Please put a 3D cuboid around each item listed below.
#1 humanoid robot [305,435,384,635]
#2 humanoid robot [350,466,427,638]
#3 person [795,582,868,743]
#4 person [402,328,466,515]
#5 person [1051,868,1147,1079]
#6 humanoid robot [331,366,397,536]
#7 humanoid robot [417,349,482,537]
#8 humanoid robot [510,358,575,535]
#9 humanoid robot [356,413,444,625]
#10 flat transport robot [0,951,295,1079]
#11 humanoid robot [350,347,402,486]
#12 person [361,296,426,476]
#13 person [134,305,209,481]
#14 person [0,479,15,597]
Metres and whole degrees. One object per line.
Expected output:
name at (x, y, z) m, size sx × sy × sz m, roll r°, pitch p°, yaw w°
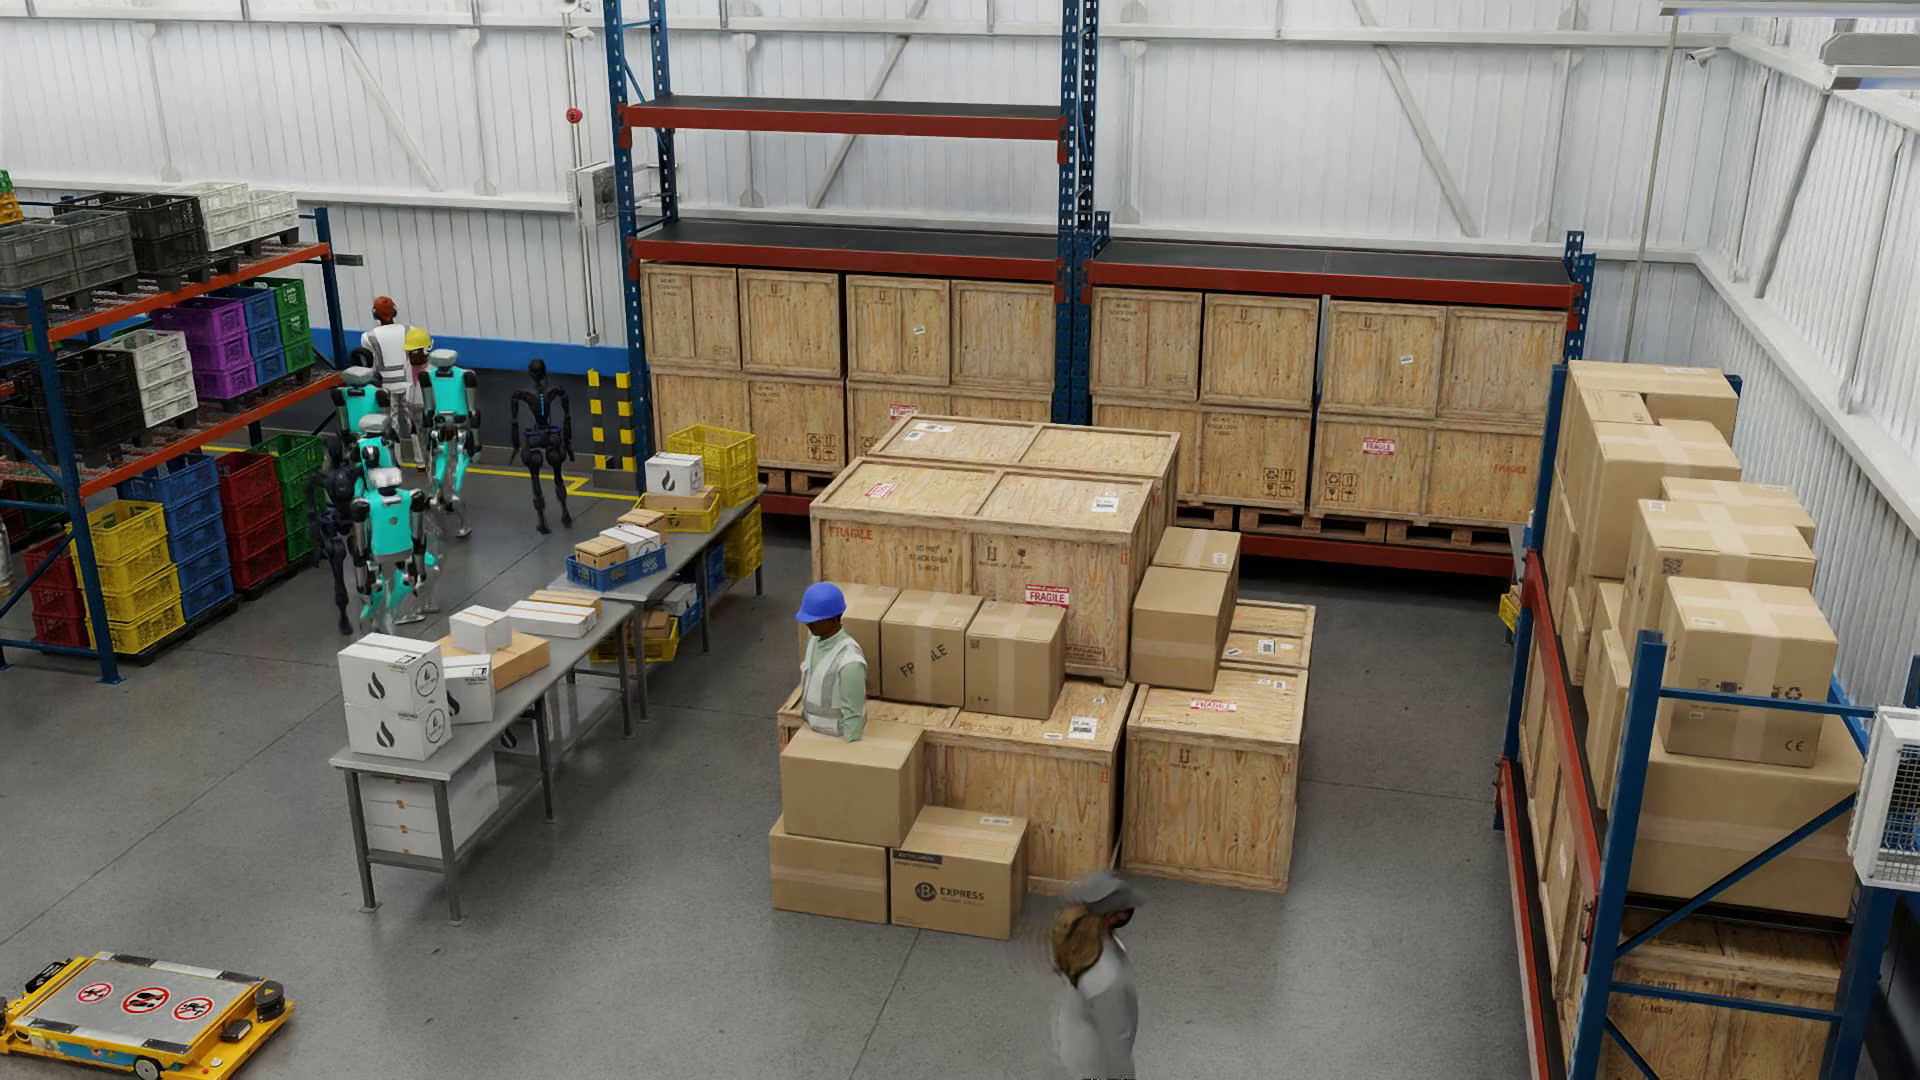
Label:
humanoid robot at (-4.843, -0.035, 13.167) m, size 0.600 × 1.643 × 0.472 m, roll -16°, pitch 26°, yaw -36°
humanoid robot at (-4.284, 0.258, 12.375) m, size 0.544 × 1.801 × 0.817 m, roll -15°, pitch 26°, yaw -34°
person at (-0.733, 1.150, 9.748) m, size 0.385 × 1.908 × 0.602 m, roll -10°, pitch 23°, yaw -25°
person at (-5.042, -1.138, 15.855) m, size 0.585 × 1.823 × 0.405 m, roll 11°, pitch 24°, yaw 27°
person at (0.603, 2.201, 7.200) m, size 0.444 × 1.758 × 0.574 m, roll -1°, pitch 21°, yaw -3°
humanoid robot at (-5.244, -0.541, 14.504) m, size 0.537 × 1.861 × 0.731 m, roll 3°, pitch 21°, yaw 9°
humanoid robot at (-4.652, -0.791, 15.078) m, size 0.542 × 1.810 × 0.676 m, roll 2°, pitch 21°, yaw 5°
humanoid robot at (-3.858, -0.873, 15.351) m, size 0.583 × 1.656 × 0.335 m, roll -10°, pitch 23°, yaw -24°
humanoid robot at (-4.403, -0.151, 13.383) m, size 0.681 × 1.804 × 0.540 m, roll -5°, pitch 21°, yaw -12°
flat transport robot at (-4.270, 2.464, 8.601) m, size 1.431 × 0.231 × 0.659 m, roll 5°, pitch 22°, yaw 13°
humanoid robot at (-5.543, -1.011, 15.703) m, size 0.339 × 1.648 × 0.590 m, roll 4°, pitch 21°, yaw 11°
person at (-5.694, -1.530, 16.787) m, size 0.573 × 1.883 × 0.355 m, roll -12°, pitch 24°, yaw -29°
person at (-7.622, -1.387, 16.189) m, size 0.607 × 2.047 × 0.365 m, roll 2°, pitch 21°, yaw 6°
person at (-8.247, -0.416, 13.926) m, size 0.429 × 1.847 × 0.626 m, roll -8°, pitch 22°, yaw -20°
